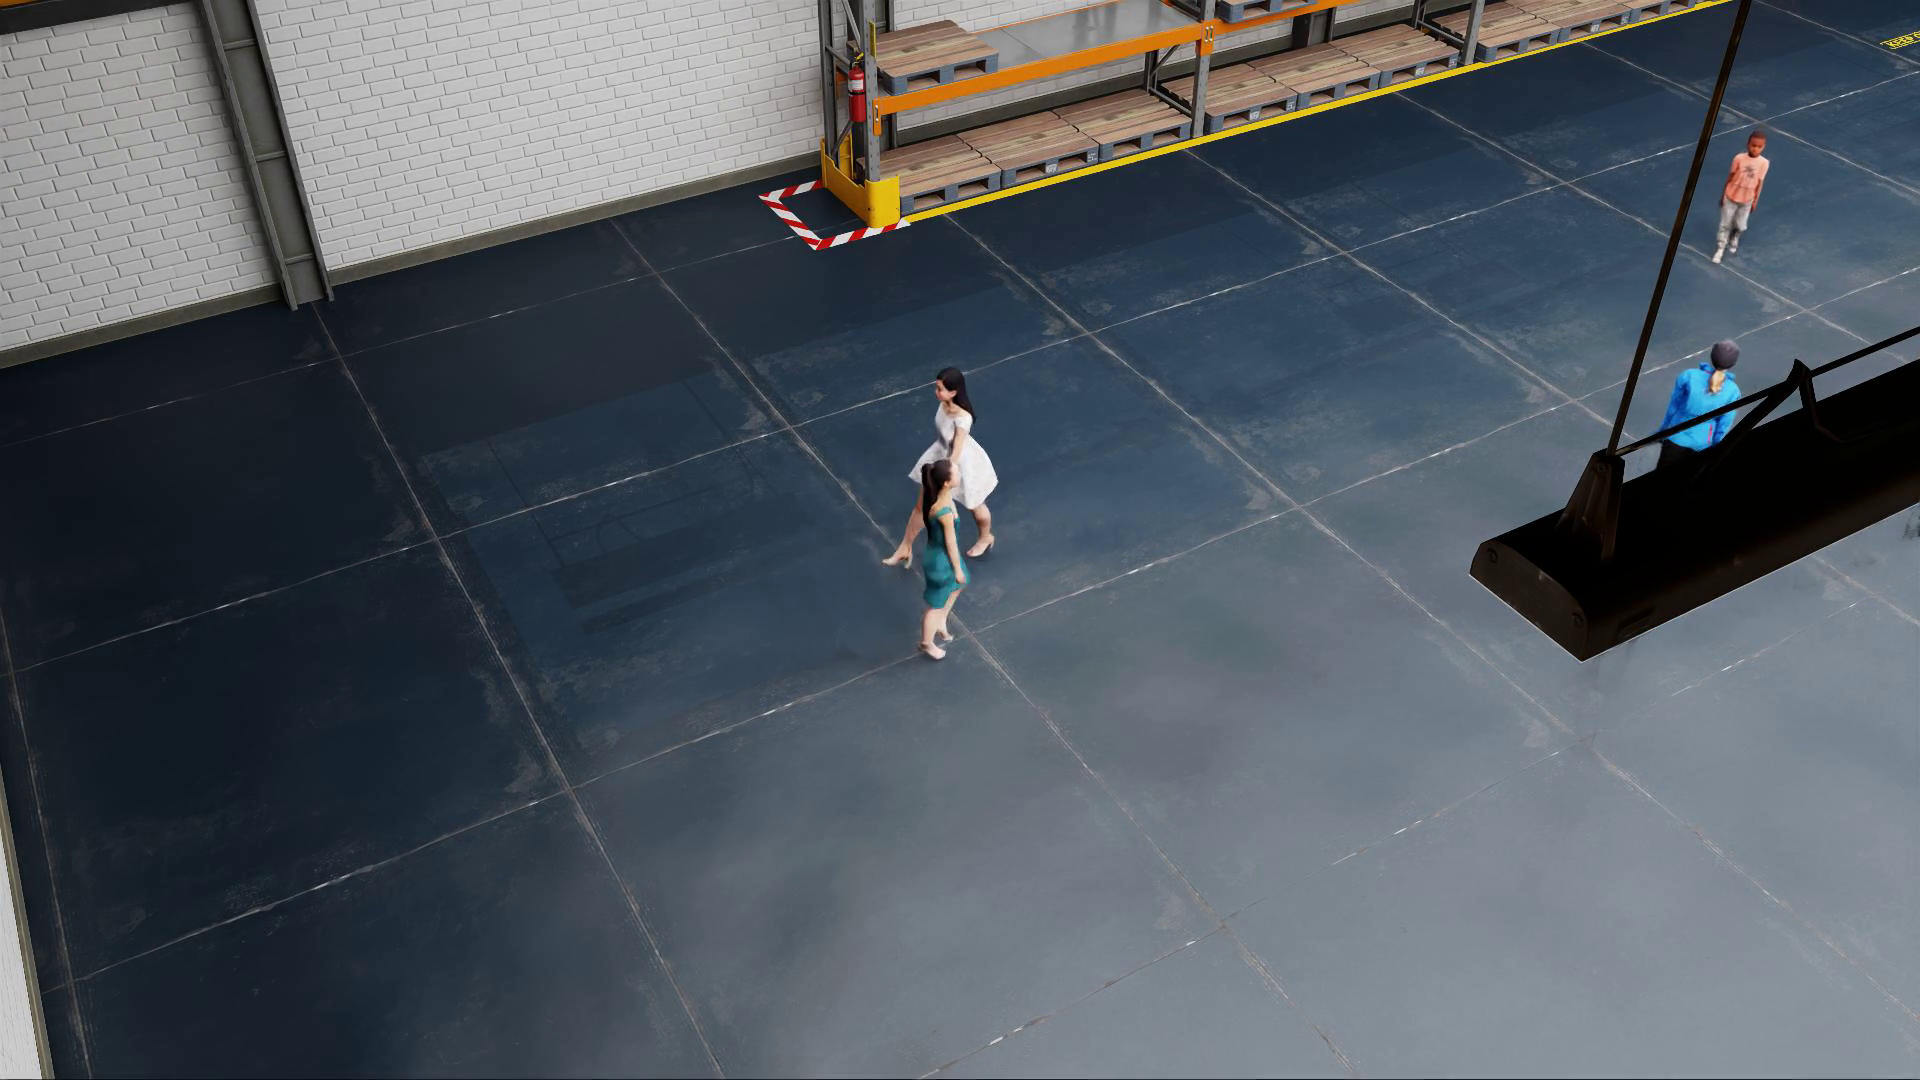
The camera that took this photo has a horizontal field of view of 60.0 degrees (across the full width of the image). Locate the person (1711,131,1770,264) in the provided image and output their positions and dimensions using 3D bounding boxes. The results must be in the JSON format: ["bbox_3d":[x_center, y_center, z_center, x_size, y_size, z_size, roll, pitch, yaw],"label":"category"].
[{"bbox_3d":[7.438,-3.300,15.856,0.631,1.302,0.731,20,43,23],"label":"person"}]

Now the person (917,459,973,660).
[{"bbox_3d":[-0.205,0.154,11.234,0.724,1.673,0.664,-3,39,-4],"label":"person"}]

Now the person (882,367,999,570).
[{"bbox_3d":[0.066,-0.505,12.009,1.142,1.736,0.685,-15,41,-18],"label":"person"}]

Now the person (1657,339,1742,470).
[{"bbox_3d":[5.298,-0.649,12.161,0.984,1.771,1.179,19,42,22],"label":"person"}]
